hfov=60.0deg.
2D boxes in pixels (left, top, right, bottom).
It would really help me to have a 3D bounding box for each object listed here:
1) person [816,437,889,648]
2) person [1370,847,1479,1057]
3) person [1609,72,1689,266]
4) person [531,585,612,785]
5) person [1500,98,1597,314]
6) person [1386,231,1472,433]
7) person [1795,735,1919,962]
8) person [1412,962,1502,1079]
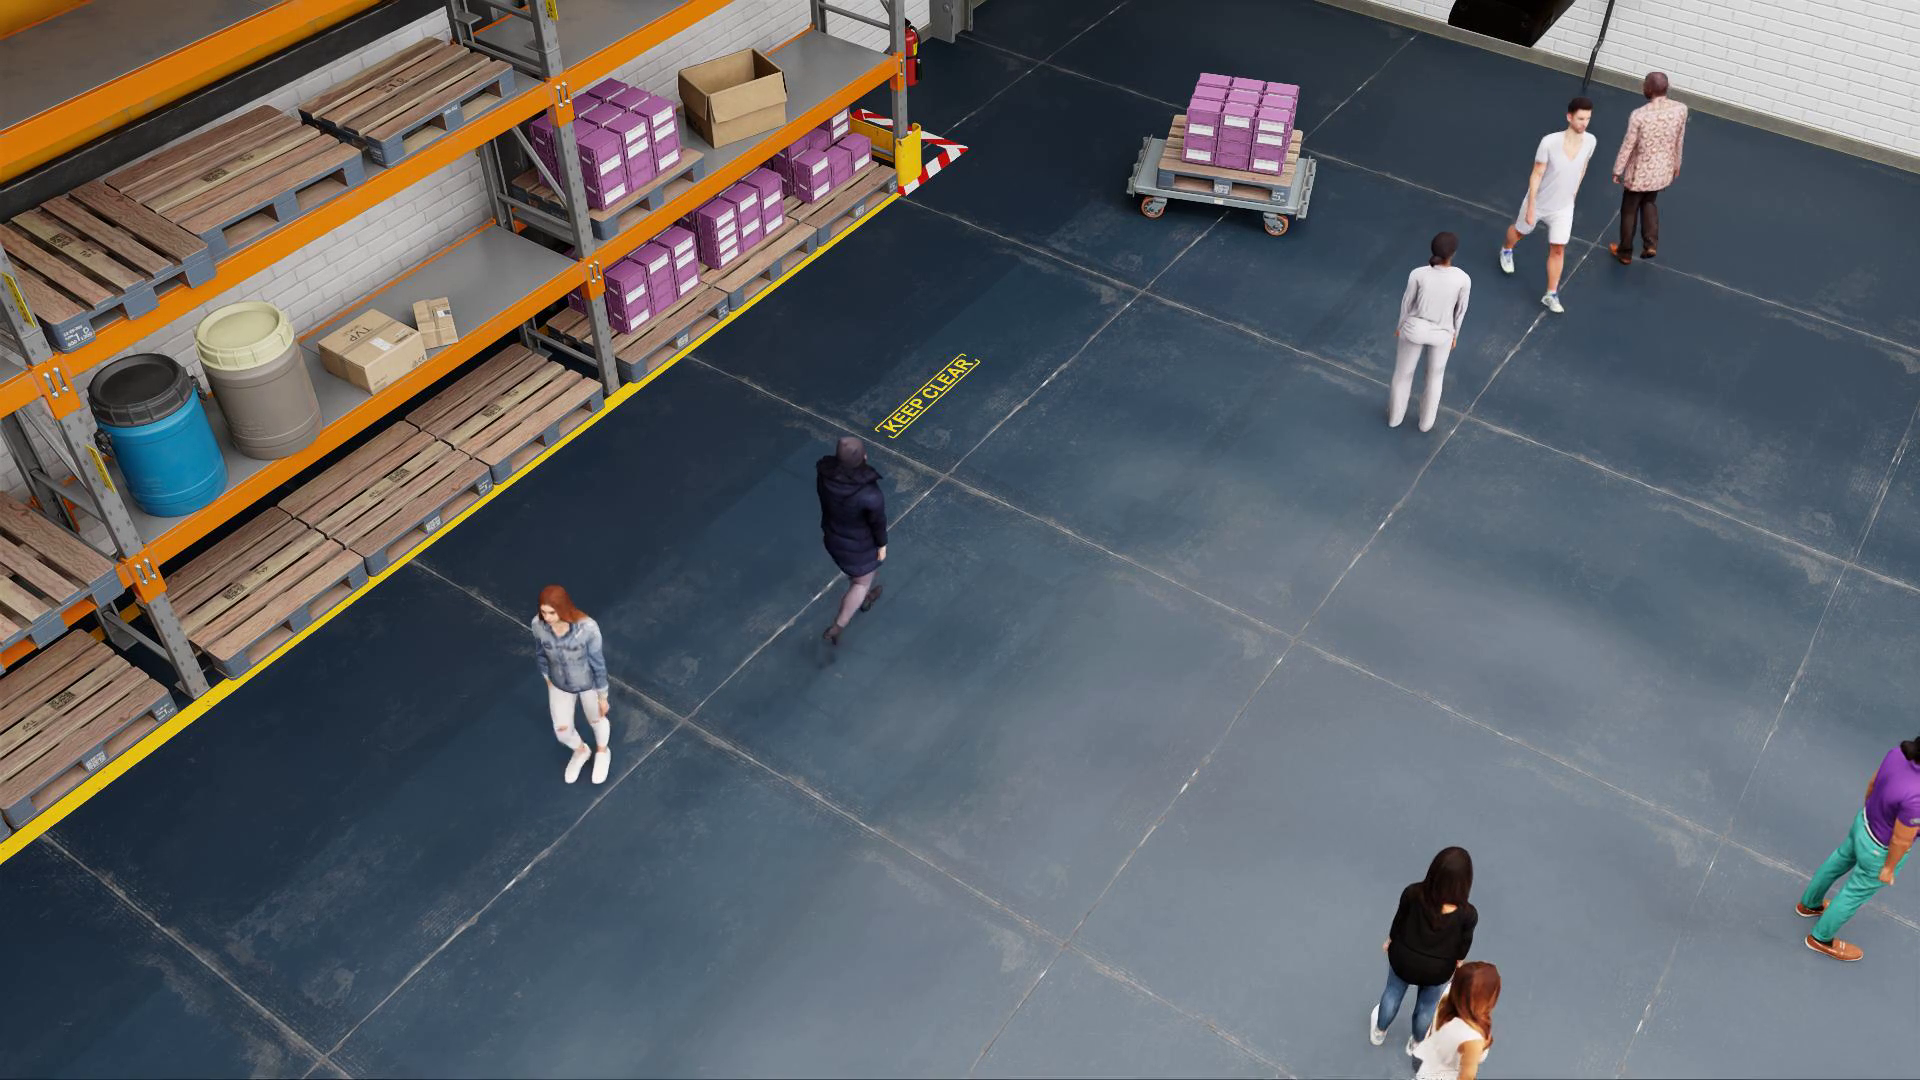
[{"bbox_3d":[-0.750,0.022,11.104,0.681,1.657,0.996,23,48,23],"label":"person"},{"bbox_3d":[2.462,2.195,8.833,0.616,1.644,0.574,17,46,17],"label":"person"},{"bbox_3d":[5.941,-3.119,14.313,0.924,1.779,0.982,-3,44,-3],"label":"person"},{"bbox_3d":[-2.323,0.819,10.244,0.707,1.690,0.723,4,44,4],"label":"person"},{"bbox_3d":[4.944,-2.930,14.092,1.209,1.809,1.312,-5,44,-5],"label":"person"},{"bbox_3d":[3.581,-1.588,12.737,0.697,1.736,0.654,10,45,10],"label":"person"},{"bbox_3d":[5.119,1.665,9.300,0.767,1.767,0.648,6,44,6],"label":"person"},{"bbox_3d":[2.303,2.659,8.255,0.907,1.769,0.909,2,44,2],"label":"person"}]
